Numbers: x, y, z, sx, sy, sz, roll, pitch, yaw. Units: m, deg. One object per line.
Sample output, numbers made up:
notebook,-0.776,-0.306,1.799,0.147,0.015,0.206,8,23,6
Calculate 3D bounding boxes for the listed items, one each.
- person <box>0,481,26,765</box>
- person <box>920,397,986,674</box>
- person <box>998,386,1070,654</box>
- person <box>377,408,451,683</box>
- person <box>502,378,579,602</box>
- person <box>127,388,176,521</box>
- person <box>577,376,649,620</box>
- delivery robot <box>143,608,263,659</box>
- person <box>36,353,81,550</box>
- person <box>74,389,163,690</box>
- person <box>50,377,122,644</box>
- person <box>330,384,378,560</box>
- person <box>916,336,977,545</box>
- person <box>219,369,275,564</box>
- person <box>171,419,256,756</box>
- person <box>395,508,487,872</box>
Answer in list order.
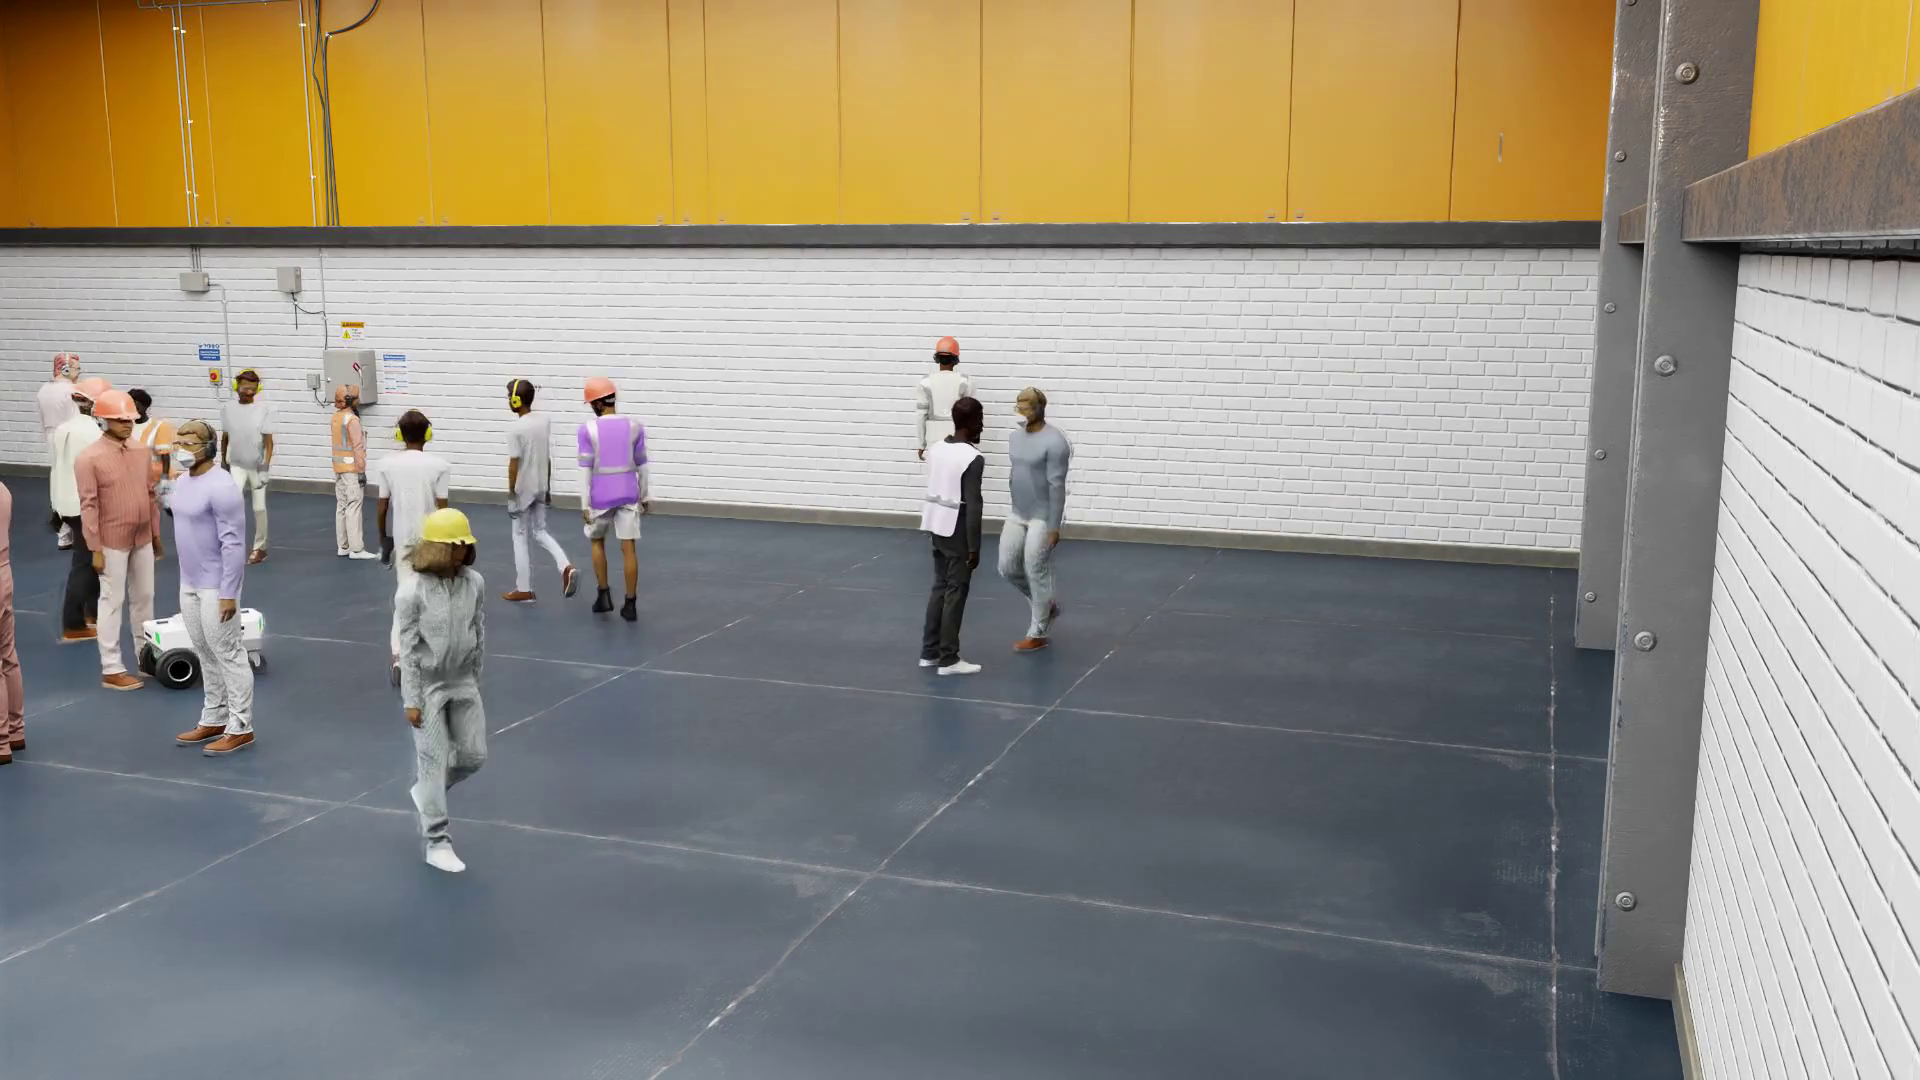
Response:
person,-5.558,0.326,9.359,0.406,1.911,0.636,-2,10,-11
person,-0.034,-0.025,11.397,0.430,1.899,0.598,-6,12,-30
person,0.545,-0.143,11.969,0.468,1.926,0.631,-8,13,-38
person,-3.707,0.028,11.277,0.528,1.837,0.924,-1,10,-5
person,-3.462,-0.387,13.538,0.649,1.849,0.536,6,12,29
person,-7.332,-0.579,15.175,0.534,1.653,0.866,2,10,8
person,-2.720,-0.334,13.078,0.599,1.903,0.635,-5,11,-26
delivery robot,-5.103,0.622,11.237,0.707,0.478,0.477,-8,13,-38
person,-8.466,-0.828,15.881,0.636,1.903,0.405,7,12,33
person,-5.525,-0.006,11.007,0.396,1.986,0.623,3,11,18
person,-6.462,-0.223,12.347,0.654,1.946,0.682,7,12,35
person,-5.688,-0.633,15.519,0.310,1.638,0.522,-9,14,-42
person,-0.121,-0.966,16.247,0.605,2.045,0.381,1,10,6
person,-6.440,-0.627,14.995,0.536,1.816,0.953,-2,10,-9
person,-4.335,0.268,9.597,0.633,1.940,0.368,9,13,40
person,-2.463,0.687,7.852,0.537,1.728,0.480,8,13,38
